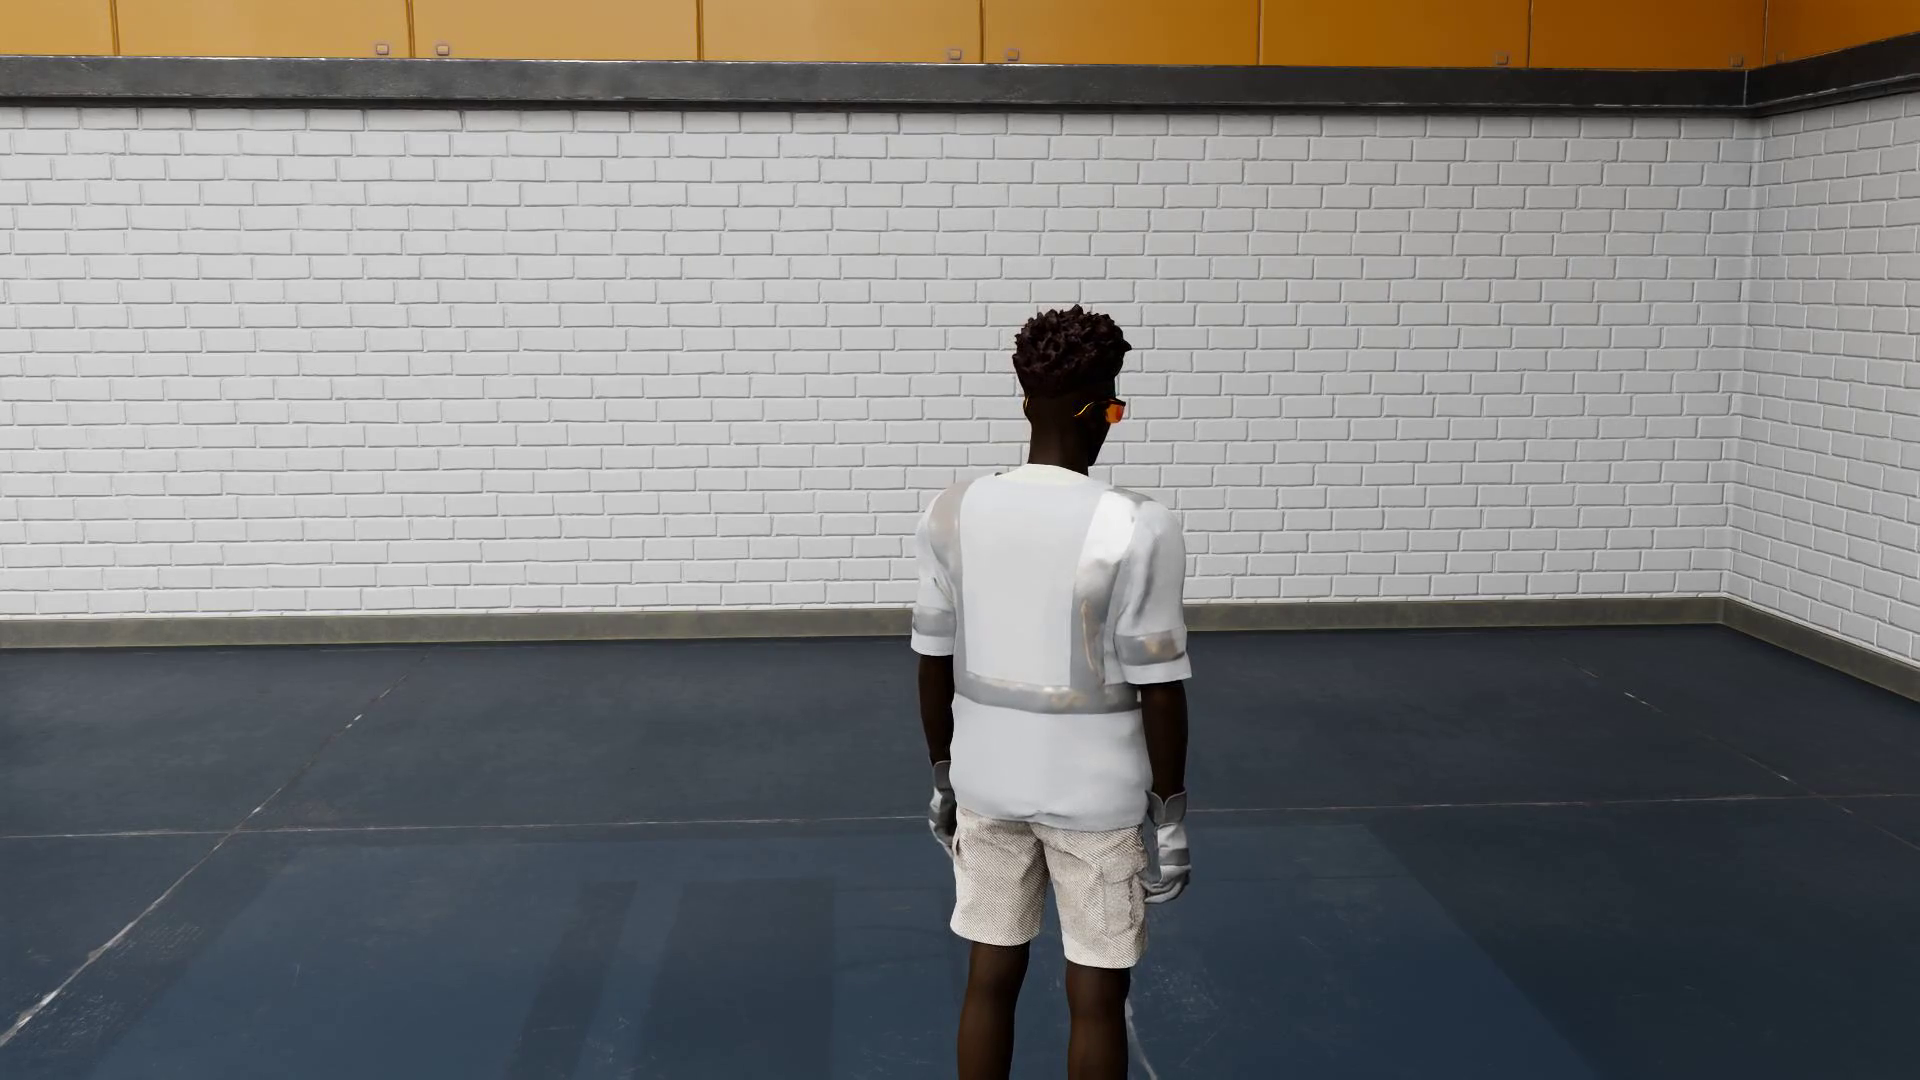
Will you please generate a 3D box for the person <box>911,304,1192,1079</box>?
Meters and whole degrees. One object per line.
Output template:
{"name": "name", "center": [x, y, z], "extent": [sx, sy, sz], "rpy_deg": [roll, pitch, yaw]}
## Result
{"name": "person", "center": [0.196, 0.505, 3.418], "extent": [0.613, 1.963, 0.362], "rpy_deg": [6, 11, 31]}
